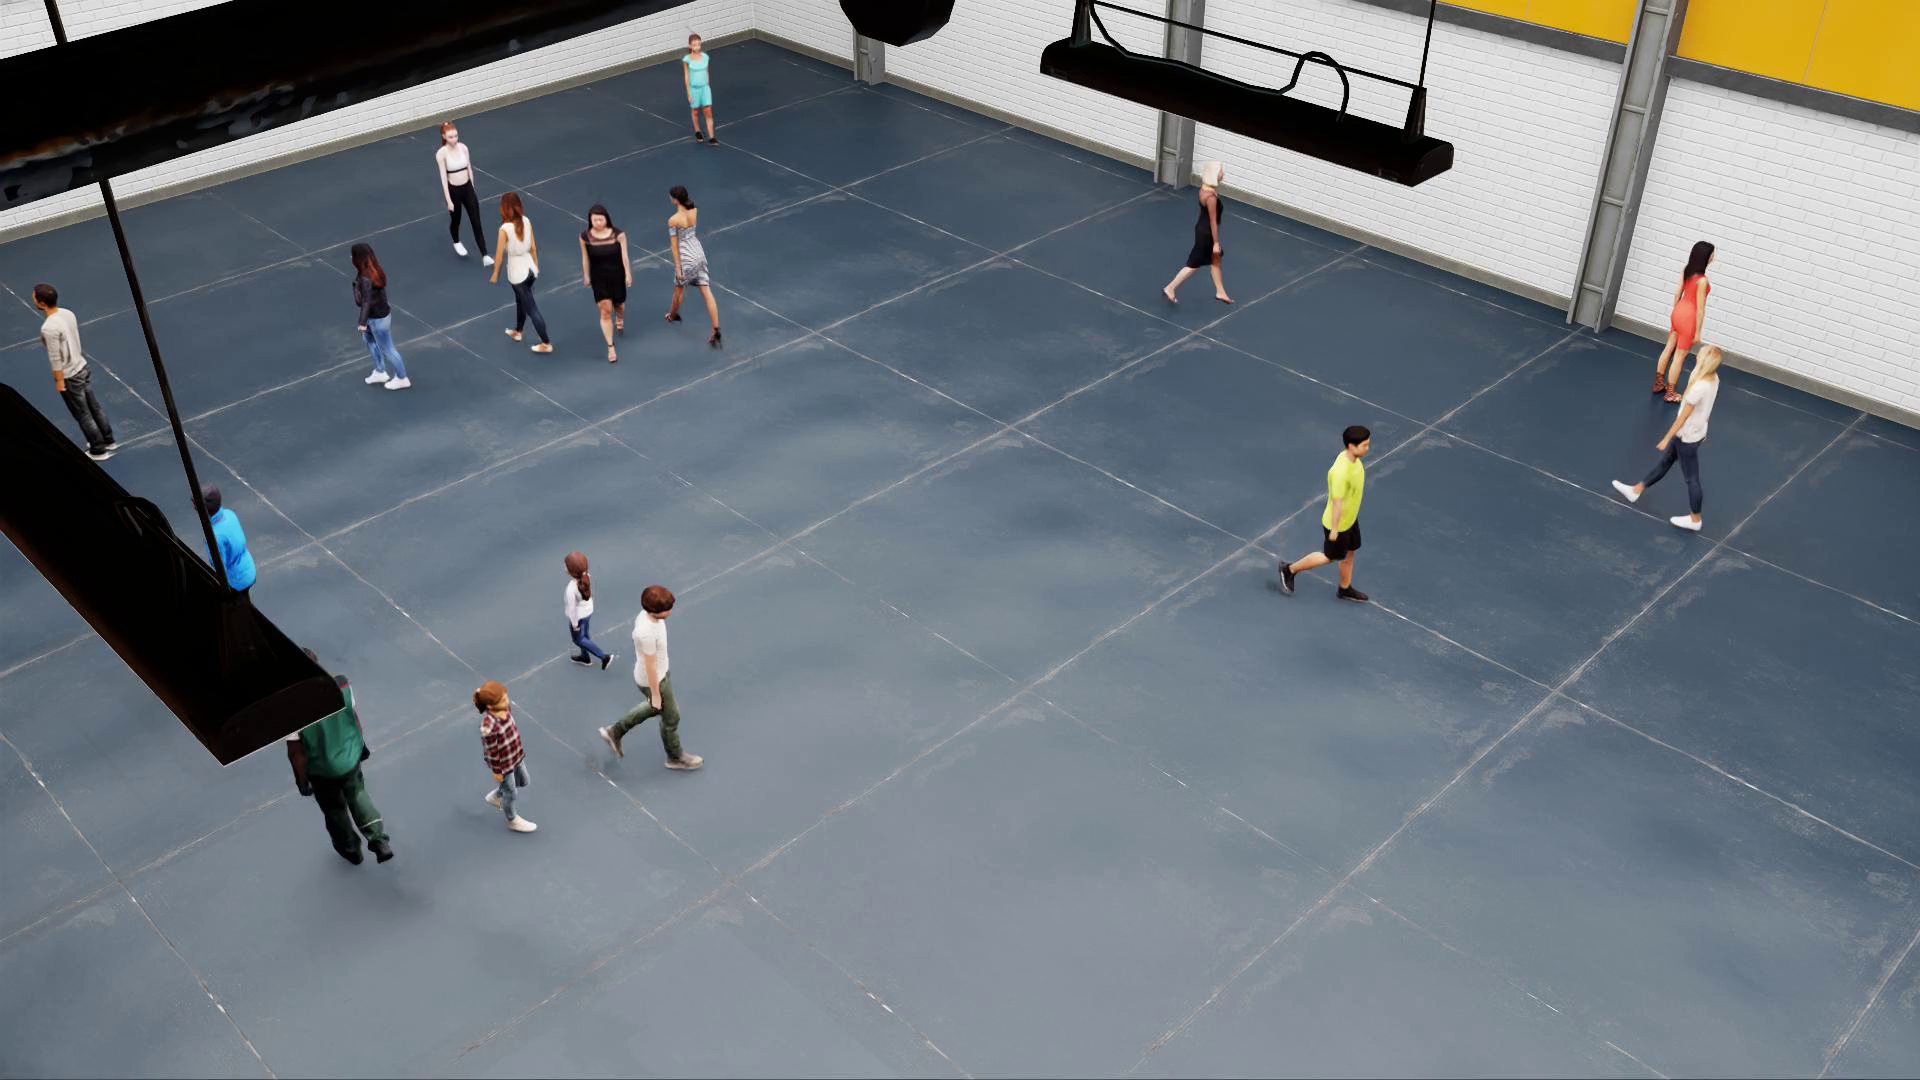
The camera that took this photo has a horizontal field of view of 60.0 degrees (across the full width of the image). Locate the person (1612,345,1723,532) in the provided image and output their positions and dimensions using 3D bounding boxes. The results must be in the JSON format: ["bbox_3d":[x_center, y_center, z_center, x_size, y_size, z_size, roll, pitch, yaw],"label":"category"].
[{"bbox_3d":[6.571,-0.862,14.763,1.127,1.770,0.730,23,40,31],"label":"person"}]

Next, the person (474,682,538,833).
[{"bbox_3d":[-3.246,1.511,11.621,0.746,1.296,0.674,8,34,11],"label":"person"}]

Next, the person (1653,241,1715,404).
[{"bbox_3d":[7.348,-2.218,16.850,0.733,1.719,0.645,-4,34,-7],"label":"person"}]

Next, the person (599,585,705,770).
[{"bbox_3d":[-2.300,1.013,12.074,1.064,1.624,1.028,-2,34,-3],"label":"person"}]

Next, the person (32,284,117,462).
[{"bbox_3d":[-8.442,-1.598,15.836,0.761,1.809,0.682,-2,34,-4],"label":"person"}]

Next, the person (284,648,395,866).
[{"bbox_3d":[-4.135,1.532,11.115,0.891,1.822,0.702,26,41,33],"label":"person"}]

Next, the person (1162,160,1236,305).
[{"bbox_3d":[2.664,-3.383,18.611,1.128,1.709,1.047,1,34,2],"label":"person"}]

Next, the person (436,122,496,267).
[{"bbox_3d":[-5.976,-4.090,19.693,0.614,1.690,1.169,-28,43,-35],"label":"person"}]

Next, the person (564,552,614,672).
[{"bbox_3d":[-2.972,0.578,13.203,0.730,1.100,0.598,11,35,17],"label":"person"}]

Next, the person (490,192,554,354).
[{"bbox_3d":[-4.566,-2.790,17.682,1.024,1.751,0.814,13,36,19],"label":"person"}]

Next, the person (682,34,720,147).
[{"bbox_3d":[-3.666,-6.271,23.121,0.766,1.526,1.013,-13,36,-18],"label":"person"}]

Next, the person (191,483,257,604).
[{"bbox_3d":[-5.549,0.326,12.966,0.795,1.781,0.718,-3,34,-5],"label":"person"}]

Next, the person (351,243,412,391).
[{"bbox_3d":[-5.884,-2.280,17.033,0.891,1.620,0.827,-4,34,-6],"label":"person"}]

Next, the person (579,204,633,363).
[{"bbox_3d":[-3.752,-2.797,17.756,1.024,1.681,1.184,-7,34,-10],"label":"person"}]

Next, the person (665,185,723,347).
[{"bbox_3d":[-2.816,-2.911,17.845,1.126,1.772,0.647,27,42,34],"label":"person"}]

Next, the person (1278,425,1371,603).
[{"bbox_3d":[3.094,-0.215,13.863,1.094,1.689,0.858,14,36,20],"label":"person"}]
